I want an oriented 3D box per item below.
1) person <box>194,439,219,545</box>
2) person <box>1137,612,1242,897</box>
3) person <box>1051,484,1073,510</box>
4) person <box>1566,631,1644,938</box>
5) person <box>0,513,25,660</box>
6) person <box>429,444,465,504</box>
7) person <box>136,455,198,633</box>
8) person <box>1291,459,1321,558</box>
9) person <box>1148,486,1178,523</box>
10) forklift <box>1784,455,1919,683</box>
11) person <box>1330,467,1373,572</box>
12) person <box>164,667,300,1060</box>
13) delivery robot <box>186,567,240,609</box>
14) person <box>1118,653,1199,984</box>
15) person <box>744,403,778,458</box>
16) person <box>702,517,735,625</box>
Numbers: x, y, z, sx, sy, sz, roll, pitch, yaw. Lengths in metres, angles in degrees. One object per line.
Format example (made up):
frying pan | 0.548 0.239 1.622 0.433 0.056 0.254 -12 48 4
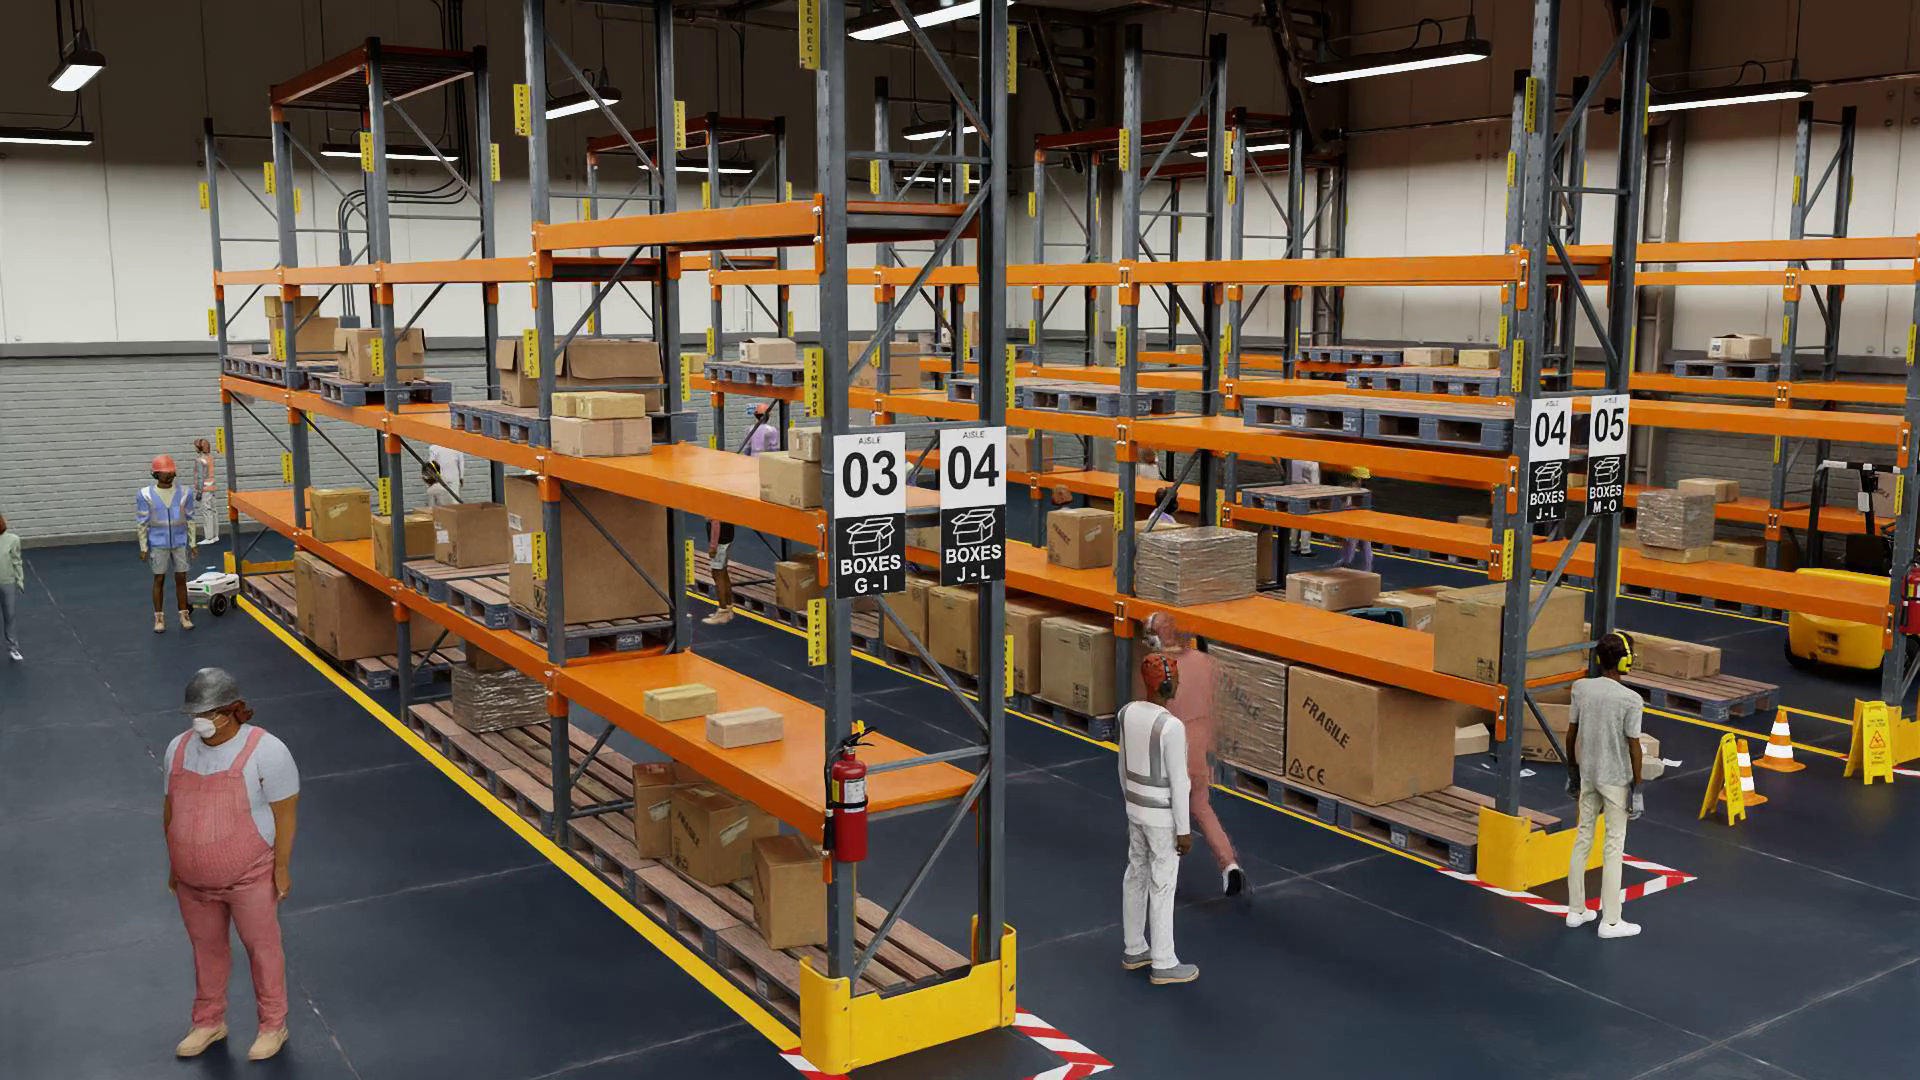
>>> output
person | -11.639 -0.747 25.666 0.307 1.641 0.514 -1 9 -4
person | 1.434 1.390 10.688 0.686 1.869 0.788 -6 11 -37
person | 1.192 0.155 19.675 0.276 1.633 0.507 1 9 8
person | 3.929 1.474 10.118 0.310 1.868 0.532 -6 10 -33
person | -10.132 0.482 17.504 0.507 1.631 0.268 -7 11 -39
person | -8.385 -1.028 27.156 0.575 1.749 0.334 -6 10 -33
person | -9.074 0.042 19.075 0.616 2.041 0.380 -6 10 -35
person | 5.074 -0.640 24.364 0.405 1.824 0.586 -4 9 -25
person | 2.185 0.345 17.729 0.429 1.844 0.626 2 9 12
forklift | 9.643 0.253 17.172 2.313 2.155 1.214 -6 10 -33
person | 4.999 -0.115 21.122 0.534 1.737 0.753 -6 10 -35
person | -3.737 1.640 8.439 0.685 2.000 0.535 1 9 7
delivery robot | -9.081 0.567 20.201 0.477 0.478 0.707 1 9 8
person | 1.120 1.568 9.449 0.356 1.882 0.574 -5 10 -30
person | -3.293 -1.263 27.758 0.609 2.044 0.395 4 9 24
person | -2.851 -0.018 19.520 0.406 2.031 0.618 0 9 2
